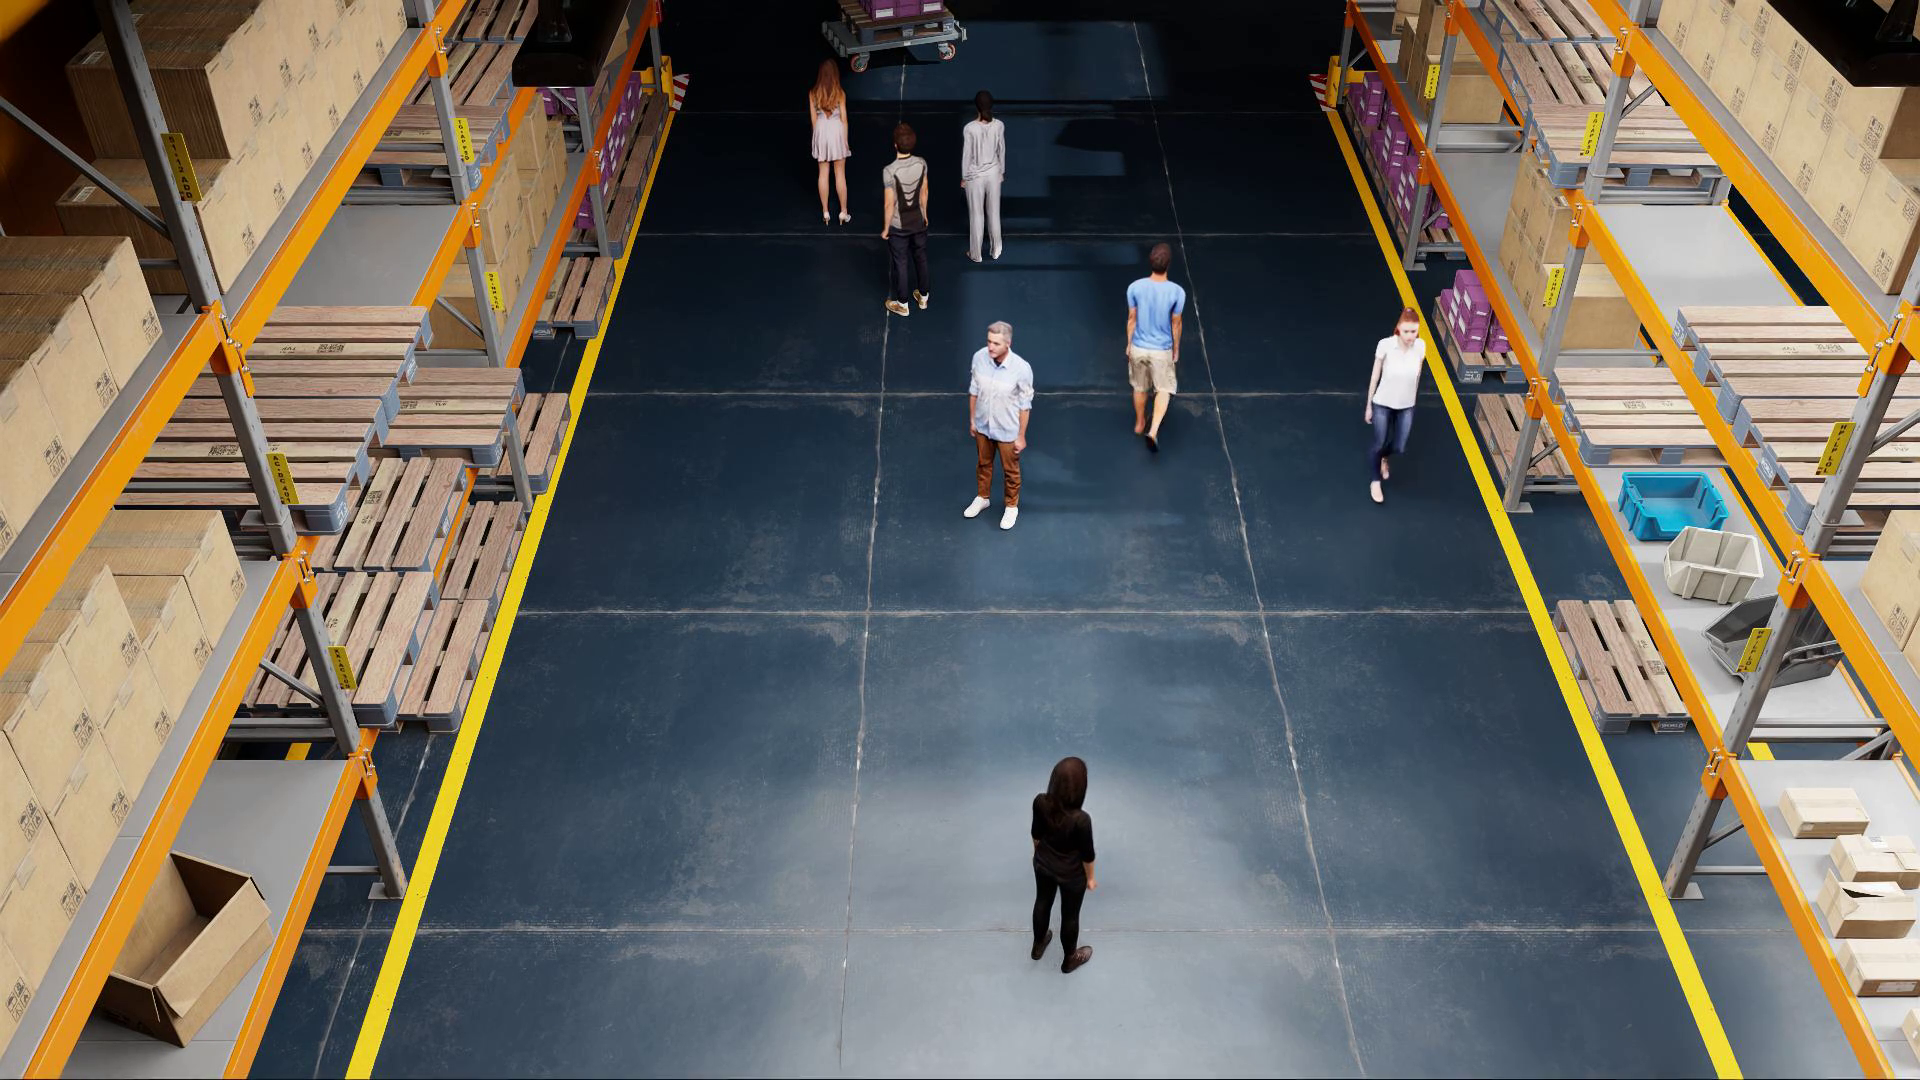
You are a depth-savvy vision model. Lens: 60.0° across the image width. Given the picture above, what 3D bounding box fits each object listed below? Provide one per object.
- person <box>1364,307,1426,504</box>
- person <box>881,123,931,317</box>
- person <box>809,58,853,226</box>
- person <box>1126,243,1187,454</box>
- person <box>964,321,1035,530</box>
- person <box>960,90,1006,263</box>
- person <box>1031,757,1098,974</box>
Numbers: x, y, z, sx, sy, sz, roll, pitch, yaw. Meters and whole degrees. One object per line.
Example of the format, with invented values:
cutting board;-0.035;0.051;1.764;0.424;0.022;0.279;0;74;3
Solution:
person;3.456;-1.125;13.381;0.562;1.727;0.685;0;39;1
person;-0.496;-2.995;15.586;0.739;1.896;0.742;-20;43;-23
person;-1.329;-4.069;17.034;0.598;1.768;0.615;5;39;6
person;1.589;-1.559;13.829;0.792;1.846;1.042;9;39;11
person;0.302;-0.929;13.056;0.768;1.827;0.752;19;42;22
person;0.232;-3.587;16.426;0.652;1.773;0.619;-10;40;-13
person;0.584;1.898;9.665;0.651;1.640;0.673;23;44;26
